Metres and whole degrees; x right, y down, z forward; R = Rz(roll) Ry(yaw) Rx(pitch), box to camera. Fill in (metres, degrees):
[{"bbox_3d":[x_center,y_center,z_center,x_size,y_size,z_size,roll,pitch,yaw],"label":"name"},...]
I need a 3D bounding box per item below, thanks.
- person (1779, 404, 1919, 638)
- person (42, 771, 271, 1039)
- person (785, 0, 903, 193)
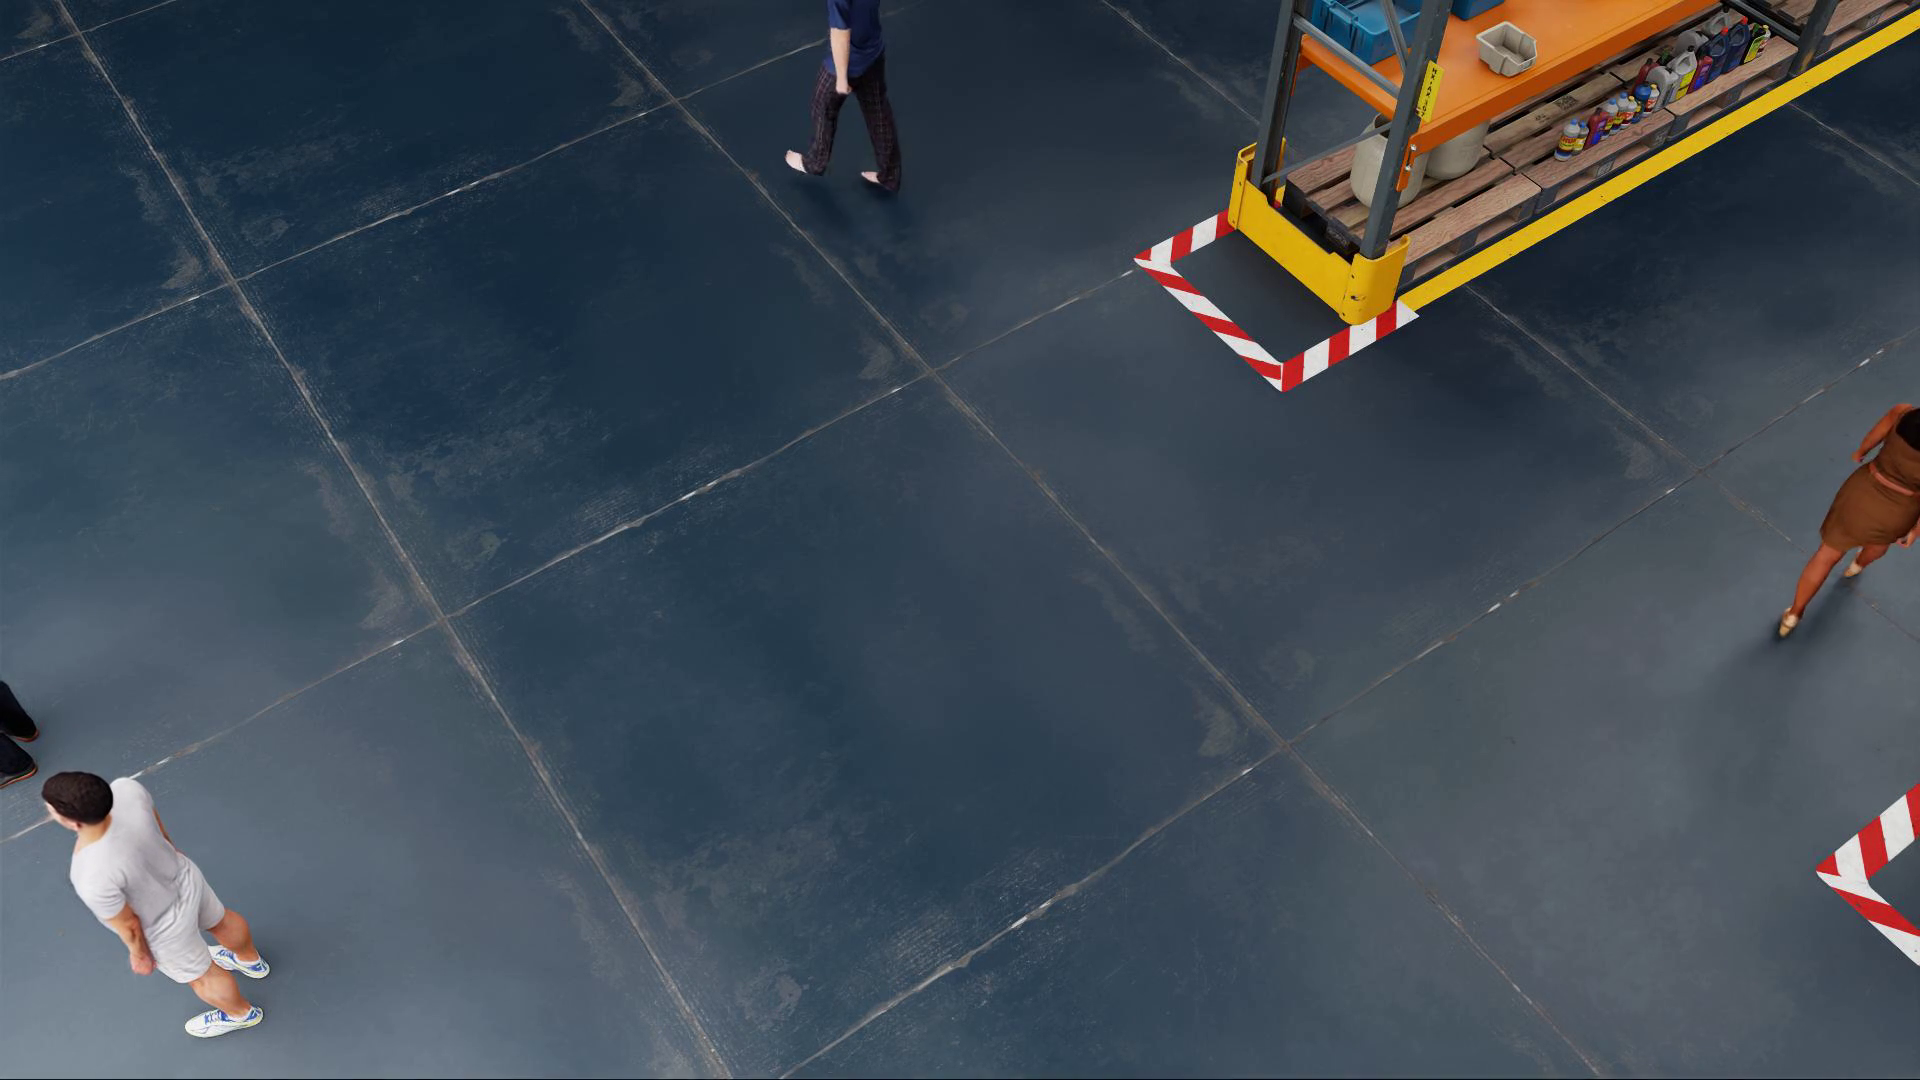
[{"bbox_3d":[4.247,-0.103,7.761,0.768,1.655,1.037,30,58,21],"label":"person"},{"bbox_3d":[-3.105,1.402,6.468,0.768,1.856,0.767,-3,52,-2],"label":"person"},{"bbox_3d":[-0.532,-2.778,9.714,0.985,1.843,1.041,25,56,18],"label":"person"}]
